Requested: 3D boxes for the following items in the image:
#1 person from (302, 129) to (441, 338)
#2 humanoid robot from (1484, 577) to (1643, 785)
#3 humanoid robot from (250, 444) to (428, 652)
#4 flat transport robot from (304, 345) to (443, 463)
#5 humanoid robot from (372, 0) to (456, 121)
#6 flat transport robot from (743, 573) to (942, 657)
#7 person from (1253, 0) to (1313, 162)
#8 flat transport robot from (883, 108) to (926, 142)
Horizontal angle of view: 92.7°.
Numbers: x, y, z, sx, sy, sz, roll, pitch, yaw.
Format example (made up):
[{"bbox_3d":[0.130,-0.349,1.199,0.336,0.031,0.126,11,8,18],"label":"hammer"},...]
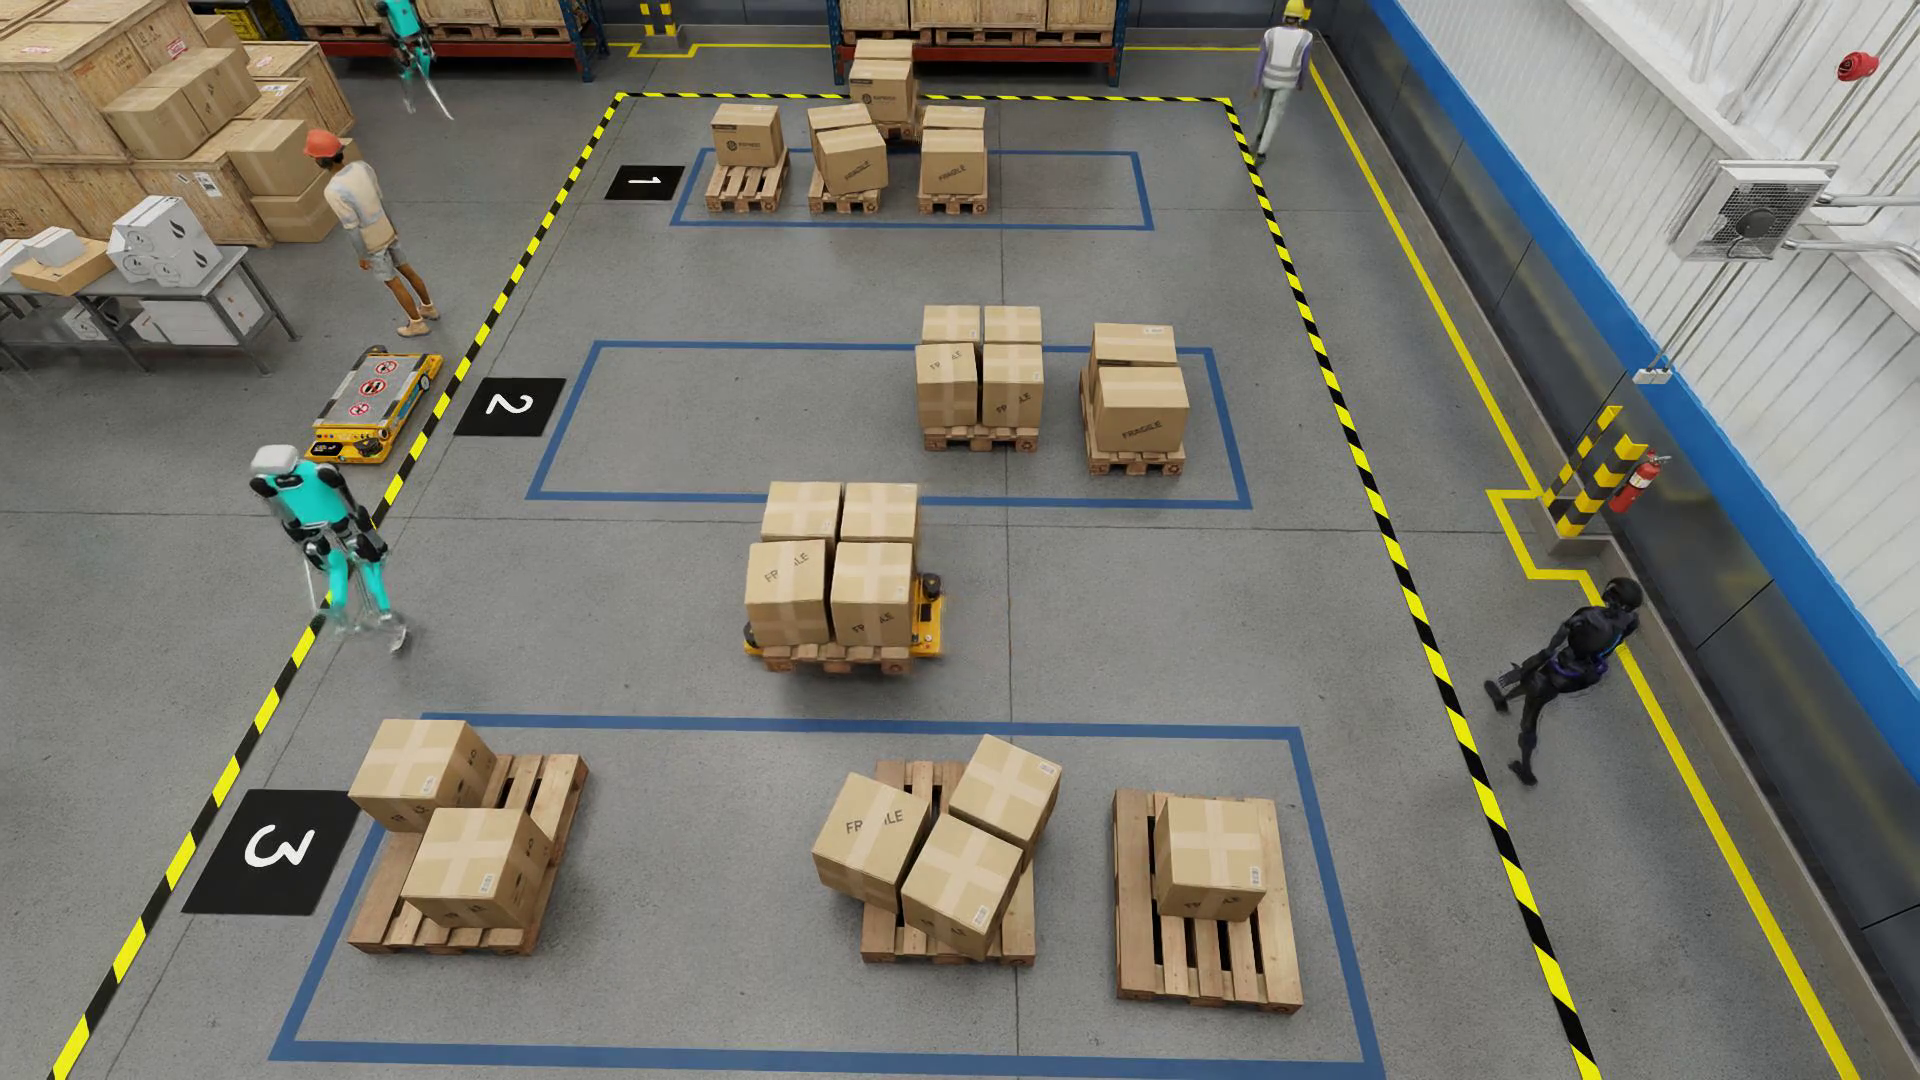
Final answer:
[{"bbox_3d":[-5.507,-2.842,8.608,0.361,2.047,0.611,4,50,3],"label":"person"},{"bbox_3d":[3.796,0.842,5.775,0.609,1.633,0.805,-8,50,-6],"label":"humanoid robot"},{"bbox_3d":[-4.219,0.226,6.239,0.560,1.818,0.785,-7,50,-6],"label":"humanoid robot"},{"bbox_3d":[-5.383,-1.269,8.441,0.659,0.231,1.431,1,50,1],"label":"flat transport robot"},{"bbox_3d":[-7.156,-6.265,11.730,0.894,1.810,0.559,22,53,18],"label":"humanoid robot"},{"bbox_3d":[-0.862,0.544,6.888,1.431,0.197,0.652,1,50,1],"label":"flat transport robot"},{"bbox_3d":[3.855,-5.565,11.081,0.588,1.789,0.926,22,53,18],"label":"person"},{"bbox_3d":[-0.914,-5.411,11.928,1.431,0.197,0.652,1,50,1],"label":"flat transport robot"}]
